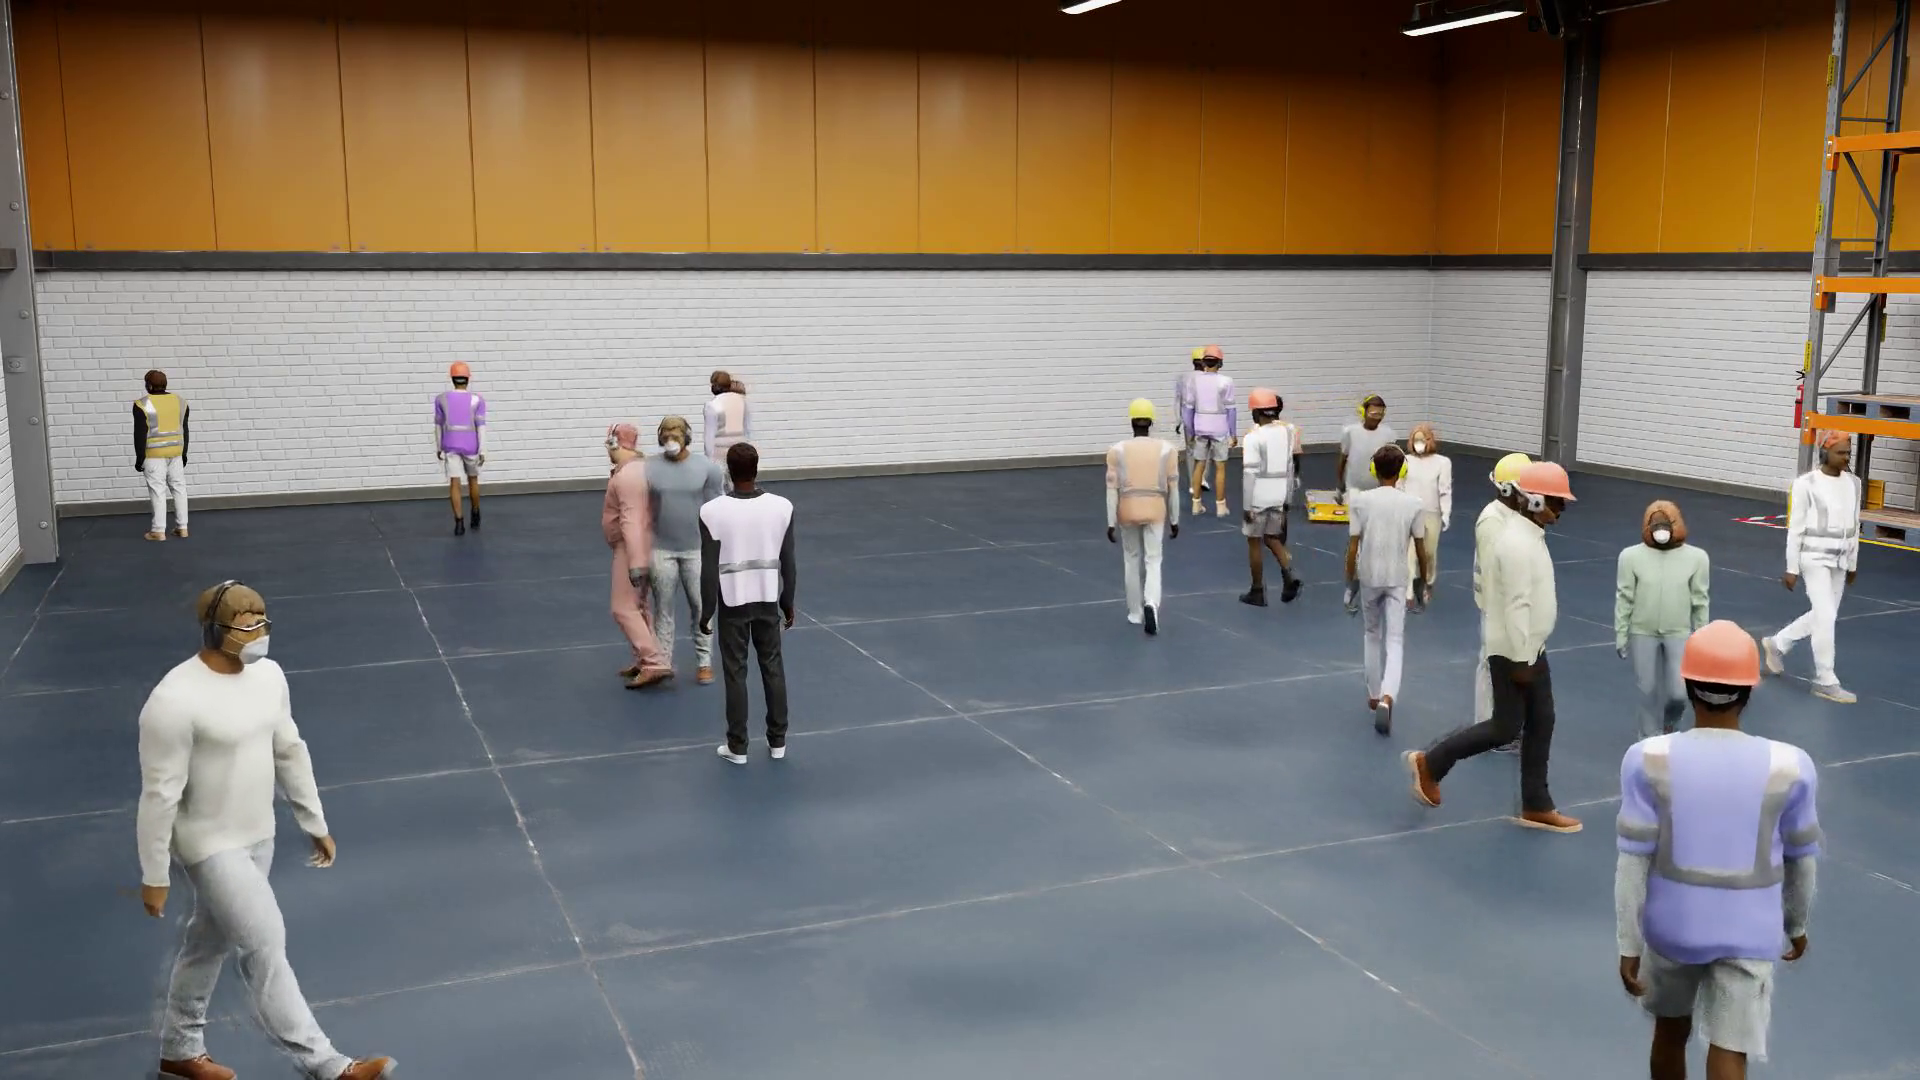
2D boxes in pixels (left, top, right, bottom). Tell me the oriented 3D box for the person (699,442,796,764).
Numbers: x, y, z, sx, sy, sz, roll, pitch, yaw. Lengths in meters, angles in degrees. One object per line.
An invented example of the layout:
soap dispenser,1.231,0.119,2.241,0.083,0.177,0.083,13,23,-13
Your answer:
person,-1.258,0.379,9.923,0.597,1.914,0.369,-4,10,-25

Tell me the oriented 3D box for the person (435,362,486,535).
person,-5.564,-1.039,18.586,0.557,1.889,0.961,-2,10,-14

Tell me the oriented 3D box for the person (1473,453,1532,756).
person,3.347,0.380,10.166,0.404,1.831,0.600,6,11,33

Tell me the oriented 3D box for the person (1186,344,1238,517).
person,2.980,-1.293,19.697,0.608,2.037,0.392,5,11,30

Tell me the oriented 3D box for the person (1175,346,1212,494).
person,3.088,-1.557,21.650,0.596,1.909,0.487,3,10,15

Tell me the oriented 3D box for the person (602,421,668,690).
person,-2.291,0.098,11.785,0.486,1.873,0.721,0,9,2

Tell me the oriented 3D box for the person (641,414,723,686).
person,-1.984,0.070,11.735,0.639,1.938,0.358,-1,9,-4

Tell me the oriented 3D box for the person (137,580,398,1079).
person,-2.454,1.073,5.811,1.037,1.878,0.648,2,10,10

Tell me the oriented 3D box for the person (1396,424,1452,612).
person,4.025,-0.222,14.508,0.498,1.599,0.824,3,10,17

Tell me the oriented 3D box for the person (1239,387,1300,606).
person,2.674,-0.361,14.383,0.570,1.920,0.530,-6,11,-32

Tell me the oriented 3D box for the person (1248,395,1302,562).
person,3.148,-0.622,16.711,0.546,1.682,0.402,1,9,9

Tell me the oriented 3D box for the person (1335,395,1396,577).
person,3.791,-0.472,15.511,0.520,1.787,1.057,0,9,0

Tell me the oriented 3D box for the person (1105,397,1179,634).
person,1.473,-0.199,13.466,0.601,1.902,0.778,1,9,4

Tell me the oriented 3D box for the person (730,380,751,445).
person,-2.588,-1.035,19.334,0.308,1.638,0.510,-6,11,-33

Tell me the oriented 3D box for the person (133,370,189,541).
person,-8.649,-0.917,18.004,0.429,1.844,0.625,6,11,30

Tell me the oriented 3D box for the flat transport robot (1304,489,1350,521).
flat transport robot,4.443,-0.417,19.717,0.652,0.197,1.431,1,9,9

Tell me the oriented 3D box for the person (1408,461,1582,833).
person,2.852,0.553,8.733,0.808,1.963,0.611,6,11,31

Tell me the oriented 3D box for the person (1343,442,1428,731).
person,2.749,0.289,10.745,0.529,1.837,0.878,3,10,16

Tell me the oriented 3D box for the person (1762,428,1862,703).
person,5.937,0.144,11.540,0.583,1.860,0.826,-3,10,-20

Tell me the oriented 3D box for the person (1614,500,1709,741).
person,4.066,0.569,9.667,0.513,1.614,0.380,3,10,20

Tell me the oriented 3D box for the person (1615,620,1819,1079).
person,2.320,1.183,5.148,0.565,1.883,1.016,4,10,24

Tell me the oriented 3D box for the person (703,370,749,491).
person,-2.547,-0.950,18.250,0.778,1.821,0.632,8,13,41
